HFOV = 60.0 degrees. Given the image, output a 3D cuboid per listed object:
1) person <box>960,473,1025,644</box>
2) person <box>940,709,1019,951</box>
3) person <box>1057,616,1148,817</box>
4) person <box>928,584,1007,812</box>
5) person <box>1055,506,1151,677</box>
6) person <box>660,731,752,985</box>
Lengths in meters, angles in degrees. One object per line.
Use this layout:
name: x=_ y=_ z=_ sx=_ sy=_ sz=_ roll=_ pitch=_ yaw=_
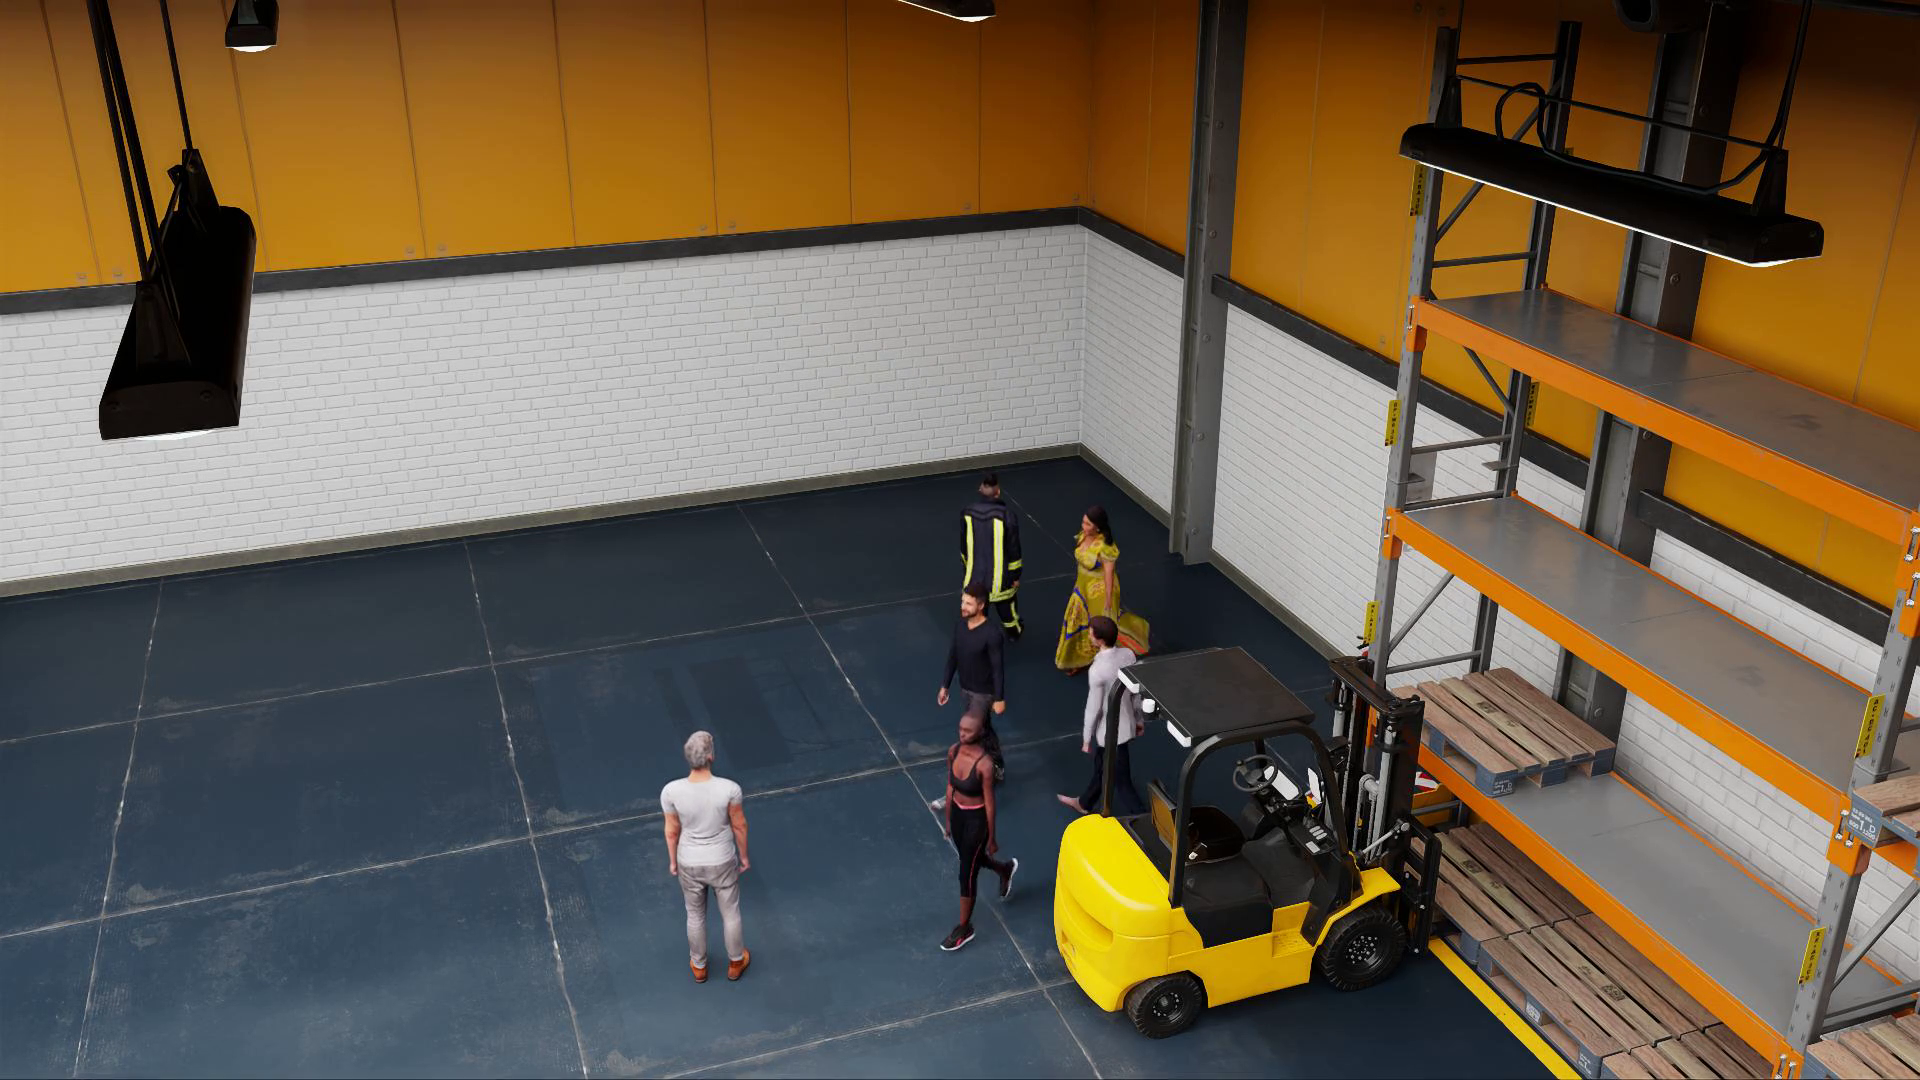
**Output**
person: x=0.240 y=0.297 z=15.025 sx=1.170 sy=1.827 sz=1.268 roll=8 pitch=25 yaw=18
person: x=0.153 y=1.920 z=11.428 sx=1.085 sy=1.735 sz=0.949 roll=22 pitch=32 yaw=40
person: x=1.231 y=1.463 z=12.386 sx=1.339 sy=1.805 sz=1.156 roll=20 pitch=30 yaw=37
person: x=0.216 y=1.166 z=13.025 sx=0.887 sy=1.838 sz=1.085 roll=-16 pitch=28 yaw=-32
person: x=1.287 y=0.441 z=14.941 sx=1.021 sy=1.631 sz=1.246 roll=-15 pitch=28 yaw=-31
person: x=-1.654 y=2.098 z=10.908 sx=0.757 sy=1.826 sz=0.670 roll=-1 pitch=24 yaw=-3
